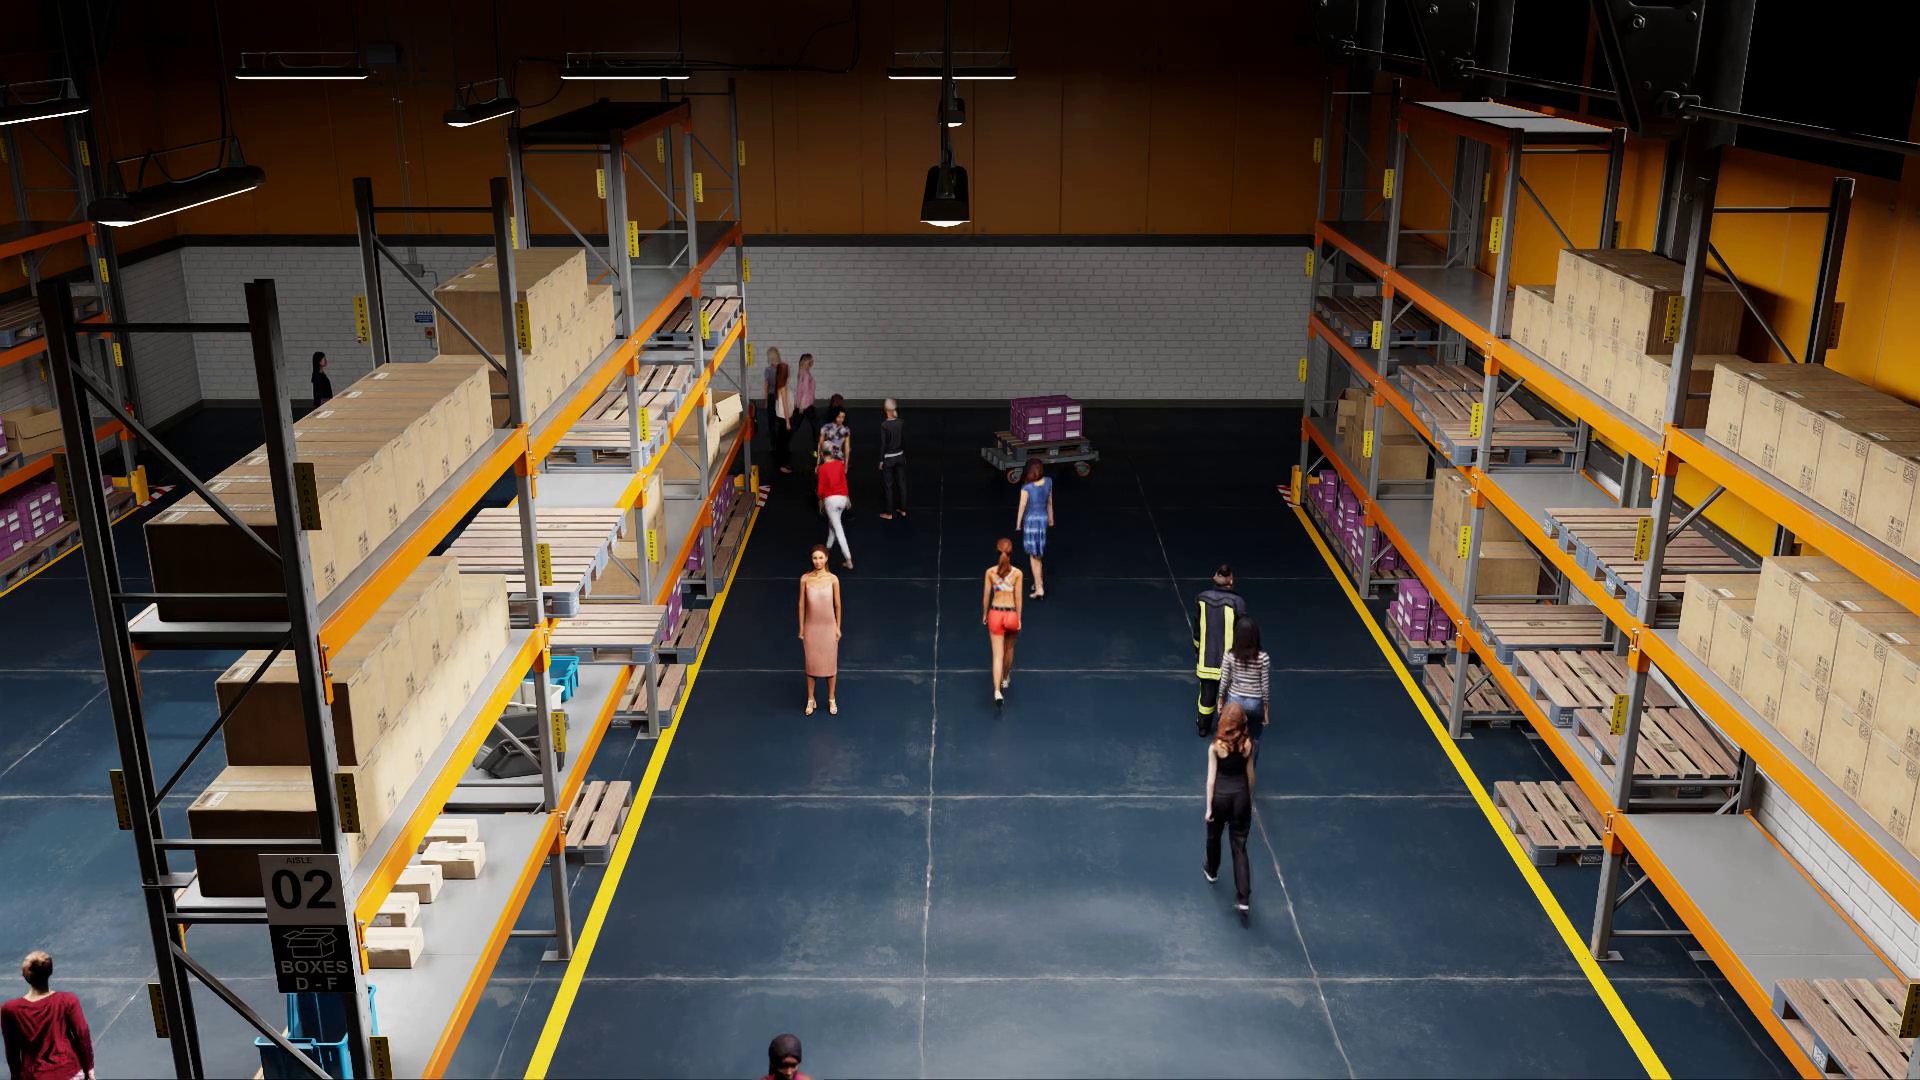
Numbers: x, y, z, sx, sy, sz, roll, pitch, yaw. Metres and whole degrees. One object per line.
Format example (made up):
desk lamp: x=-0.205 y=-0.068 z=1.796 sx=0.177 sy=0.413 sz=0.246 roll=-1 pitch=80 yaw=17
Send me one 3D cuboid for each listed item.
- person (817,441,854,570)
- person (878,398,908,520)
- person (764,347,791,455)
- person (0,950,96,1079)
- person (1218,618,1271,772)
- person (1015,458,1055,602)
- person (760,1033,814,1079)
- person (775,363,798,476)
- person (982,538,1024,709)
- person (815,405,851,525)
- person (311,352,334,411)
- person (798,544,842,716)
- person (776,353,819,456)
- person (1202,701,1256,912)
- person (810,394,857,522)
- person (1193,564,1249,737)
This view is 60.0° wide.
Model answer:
person: x=-1.561 y=-0.414 z=21.361 sx=1.008 sy=1.648 sz=1.102 roll=-14 pitch=23 yaw=-36
person: x=-0.954 y=-1.166 z=23.472 sx=0.689 sy=1.726 sz=0.714 roll=-13 pitch=23 yaw=-35
person: x=-2.930 y=-2.241 z=26.685 sx=0.665 sy=1.714 sz=0.720 roll=-17 pitch=25 yaw=-40
person: x=-5.601 y=3.315 z=10.238 sx=0.813 sy=1.681 sz=0.924 roll=-8 pitch=20 yaw=-22
person: x=2.589 y=1.596 z=15.187 sx=0.689 sy=1.780 sz=0.688 roll=4 pitch=19 yaw=12
person: x=0.985 y=-0.108 z=20.224 sx=0.846 sy=1.794 sz=0.904 roll=-16 pitch=25 yaw=-40
person: x=-0.982 y=3.541 z=9.581 sx=0.688 sy=1.672 sz=1.212 roll=-3 pitch=19 yaw=-8
person: x=-2.717 y=-1.870 z=25.573 sx=0.694 sy=1.721 sz=0.521 roll=-5 pitch=19 yaw=-14
person: x=0.446 y=0.889 z=17.334 sx=0.675 sy=1.749 sz=1.201 roll=2 pitch=19 yaw=5
person: x=-1.784 y=-1.051 z=23.157 sx=0.758 sy=1.710 sz=0.939 roll=-2 pitch=19 yaw=-6
person: x=-10.098 y=-2.133 z=26.337 sx=0.712 sy=1.732 sz=0.545 roll=-5 pitch=19 yaw=-15
person: x=-1.436 y=0.918 z=17.121 sx=0.587 sy=1.831 sz=0.513 roll=-1 pitch=19 yaw=-2
person: x=-2.573 y=-2.112 z=26.412 sx=0.908 sy=1.643 sz=1.122 roll=-6 pitch=20 yaw=-17
person: x=2.222 y=2.193 z=13.531 sx=0.706 sy=1.706 sz=1.181 roll=-2 pitch=19 yaw=-6
person: x=-1.858 y=-1.188 z=23.452 sx=1.262 sy=1.781 sz=1.266 roll=15 pitch=24 yaw=38
person: x=2.597 y=1.095 z=16.549 sx=0.867 sy=1.860 sz=0.870 roll=10 pitch=21 yaw=26
